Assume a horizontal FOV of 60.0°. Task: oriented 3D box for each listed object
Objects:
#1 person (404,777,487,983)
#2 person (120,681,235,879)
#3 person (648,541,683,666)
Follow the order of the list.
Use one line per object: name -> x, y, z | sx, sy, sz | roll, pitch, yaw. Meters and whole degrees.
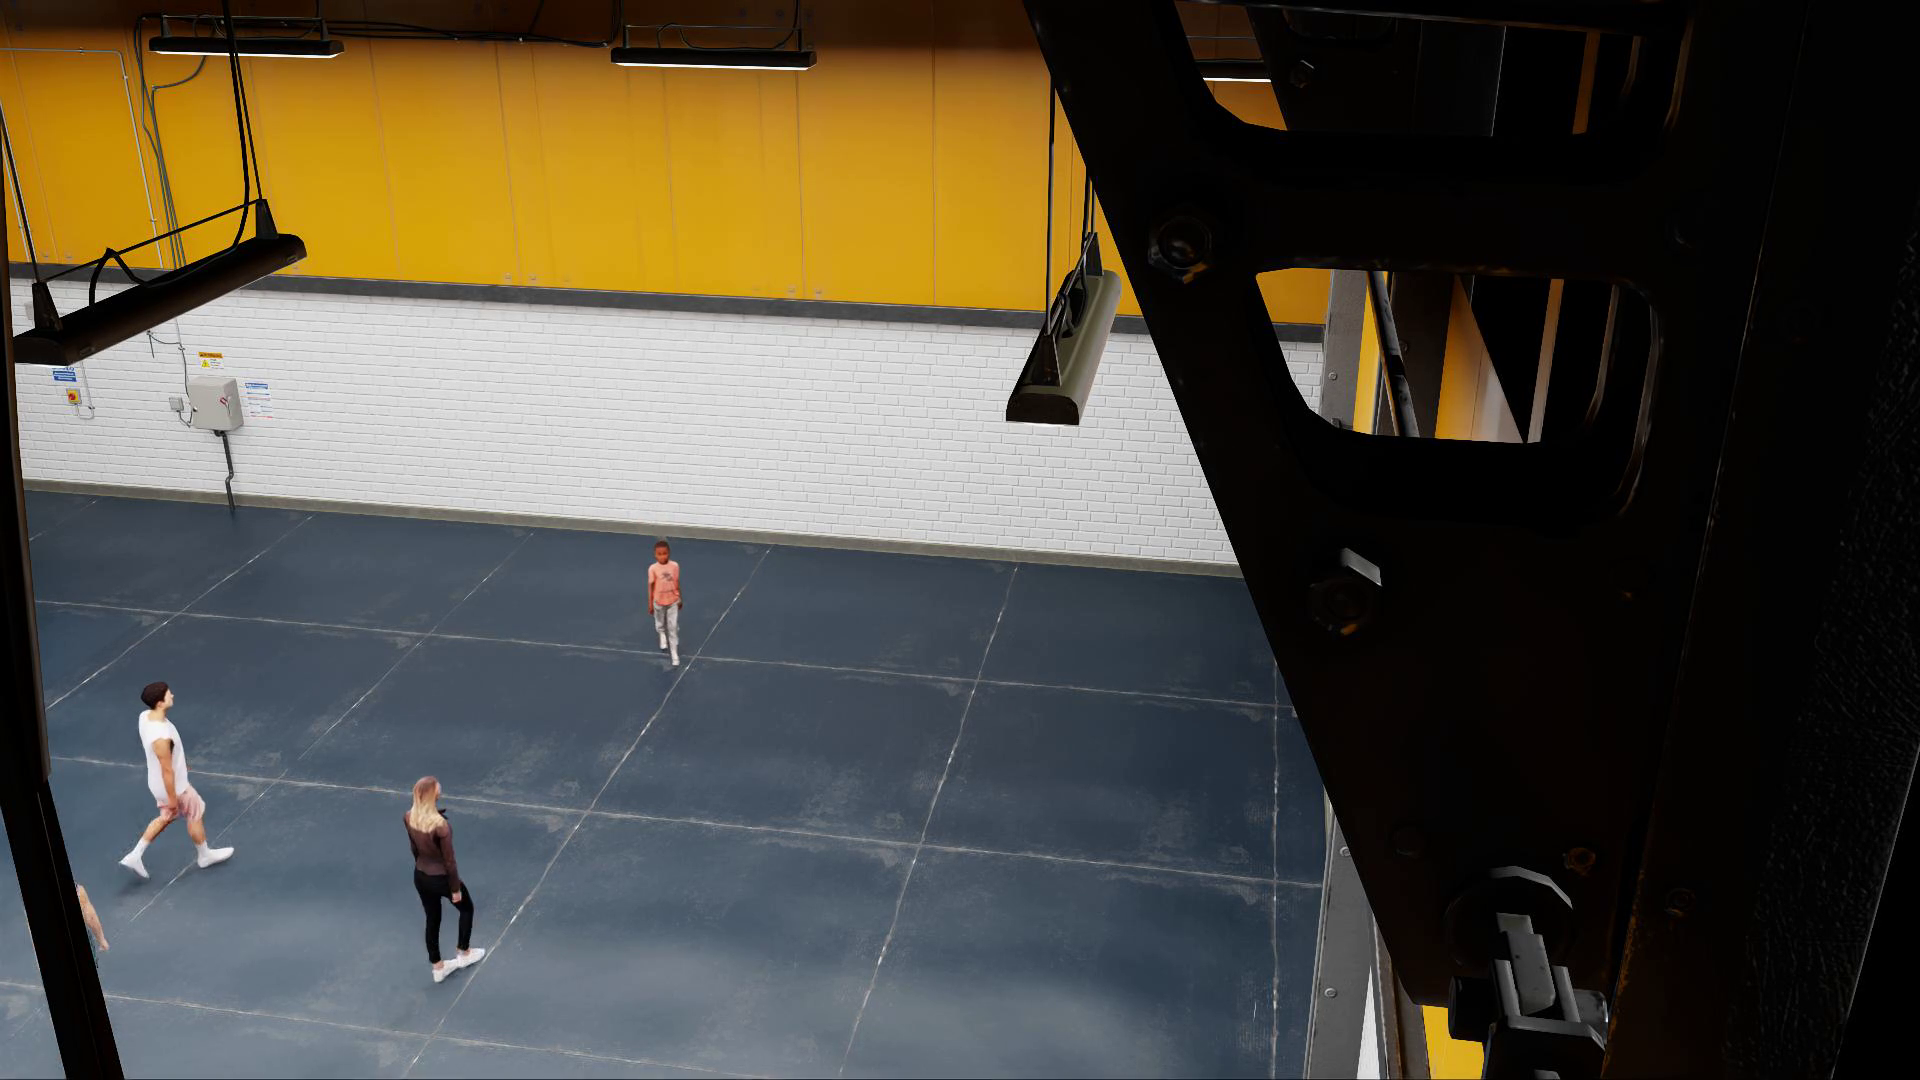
person -> -3.920, 2.548, 12.279 | 0.718, 1.694, 0.753 | 12, 26, 25
person -> -6.508, 1.979, 13.493 | 1.163, 1.764, 1.058 | -19, 30, -36
person -> -3.064, 0.592, 17.242 | 0.756, 1.303, 0.968 | -6, 24, -14
